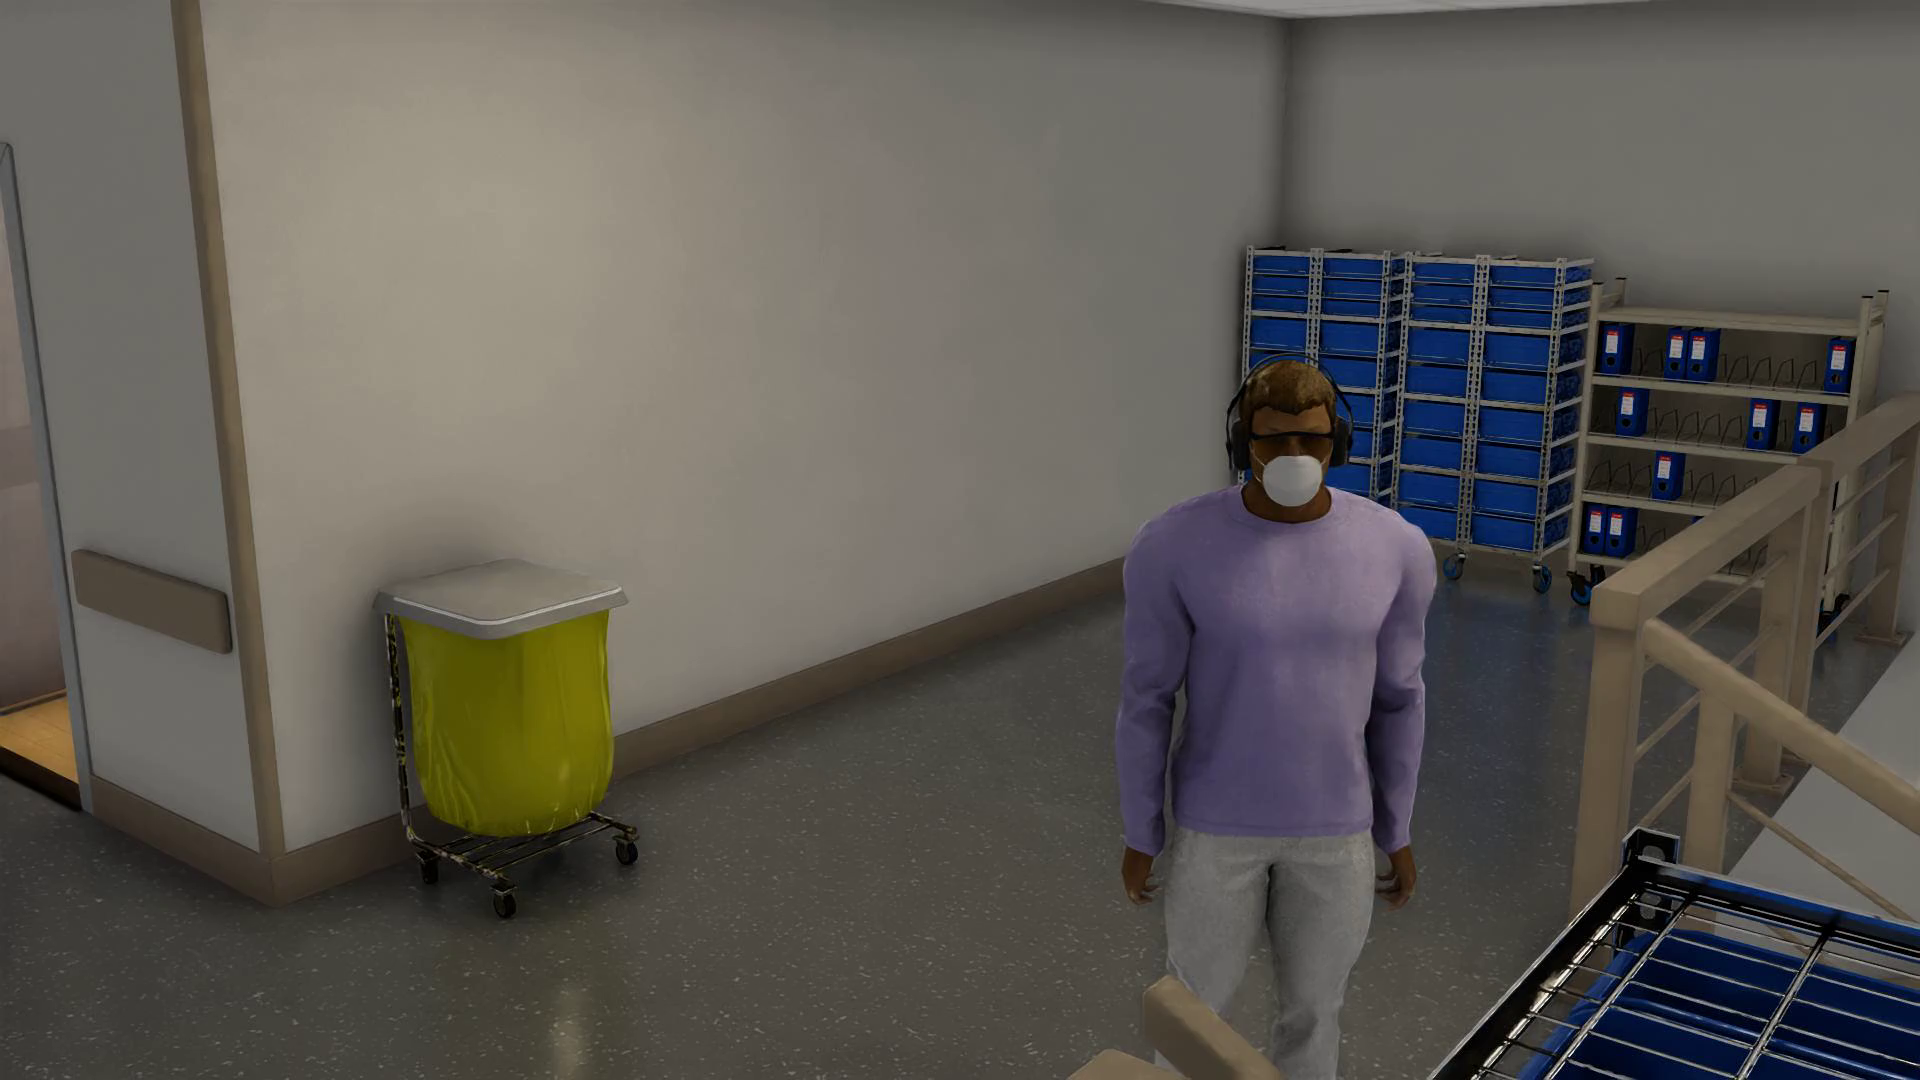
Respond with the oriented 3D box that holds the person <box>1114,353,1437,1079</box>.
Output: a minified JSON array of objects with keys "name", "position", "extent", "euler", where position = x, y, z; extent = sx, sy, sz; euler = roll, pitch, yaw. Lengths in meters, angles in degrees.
[{"name":"person","position":[0.631,0.585,3.396],"extent":[0.636,1.939,0.364],"euler":[0,13,-2]}]
